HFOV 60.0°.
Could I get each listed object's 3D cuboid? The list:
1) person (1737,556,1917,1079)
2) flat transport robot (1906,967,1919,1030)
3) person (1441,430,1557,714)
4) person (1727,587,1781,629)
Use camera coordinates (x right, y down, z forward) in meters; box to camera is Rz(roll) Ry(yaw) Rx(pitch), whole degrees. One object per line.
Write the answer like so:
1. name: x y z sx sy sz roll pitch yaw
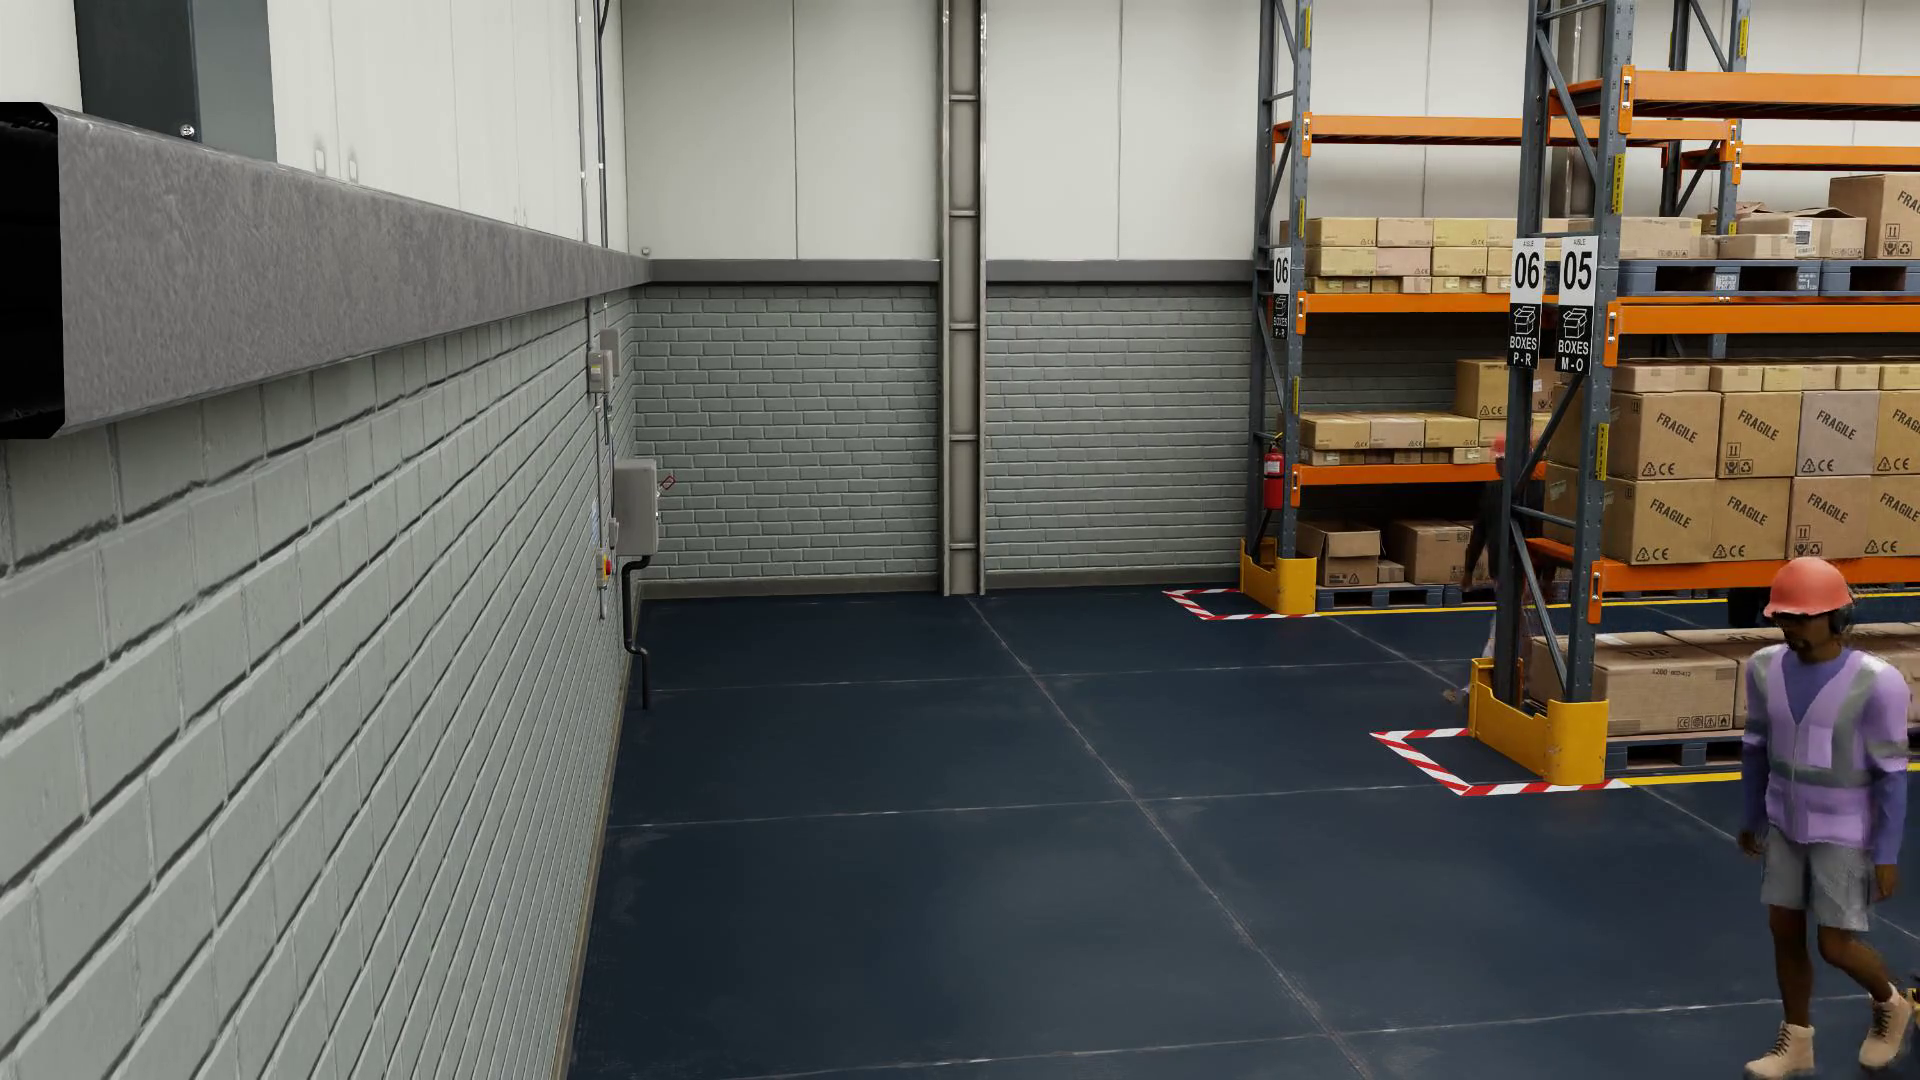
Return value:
1. person: 3.187 1.045 6.140 0.670 2.016 0.638 -4 10 -25
2. flat transport robot: 3.920 1.935 6.006 0.652 0.197 1.431 3 10 20
3. person: 3.673 0.223 11.394 0.996 1.942 0.659 -4 10 -21
4. person: 5.809 0.109 11.822 0.799 2.000 0.687 -2 9 -13
